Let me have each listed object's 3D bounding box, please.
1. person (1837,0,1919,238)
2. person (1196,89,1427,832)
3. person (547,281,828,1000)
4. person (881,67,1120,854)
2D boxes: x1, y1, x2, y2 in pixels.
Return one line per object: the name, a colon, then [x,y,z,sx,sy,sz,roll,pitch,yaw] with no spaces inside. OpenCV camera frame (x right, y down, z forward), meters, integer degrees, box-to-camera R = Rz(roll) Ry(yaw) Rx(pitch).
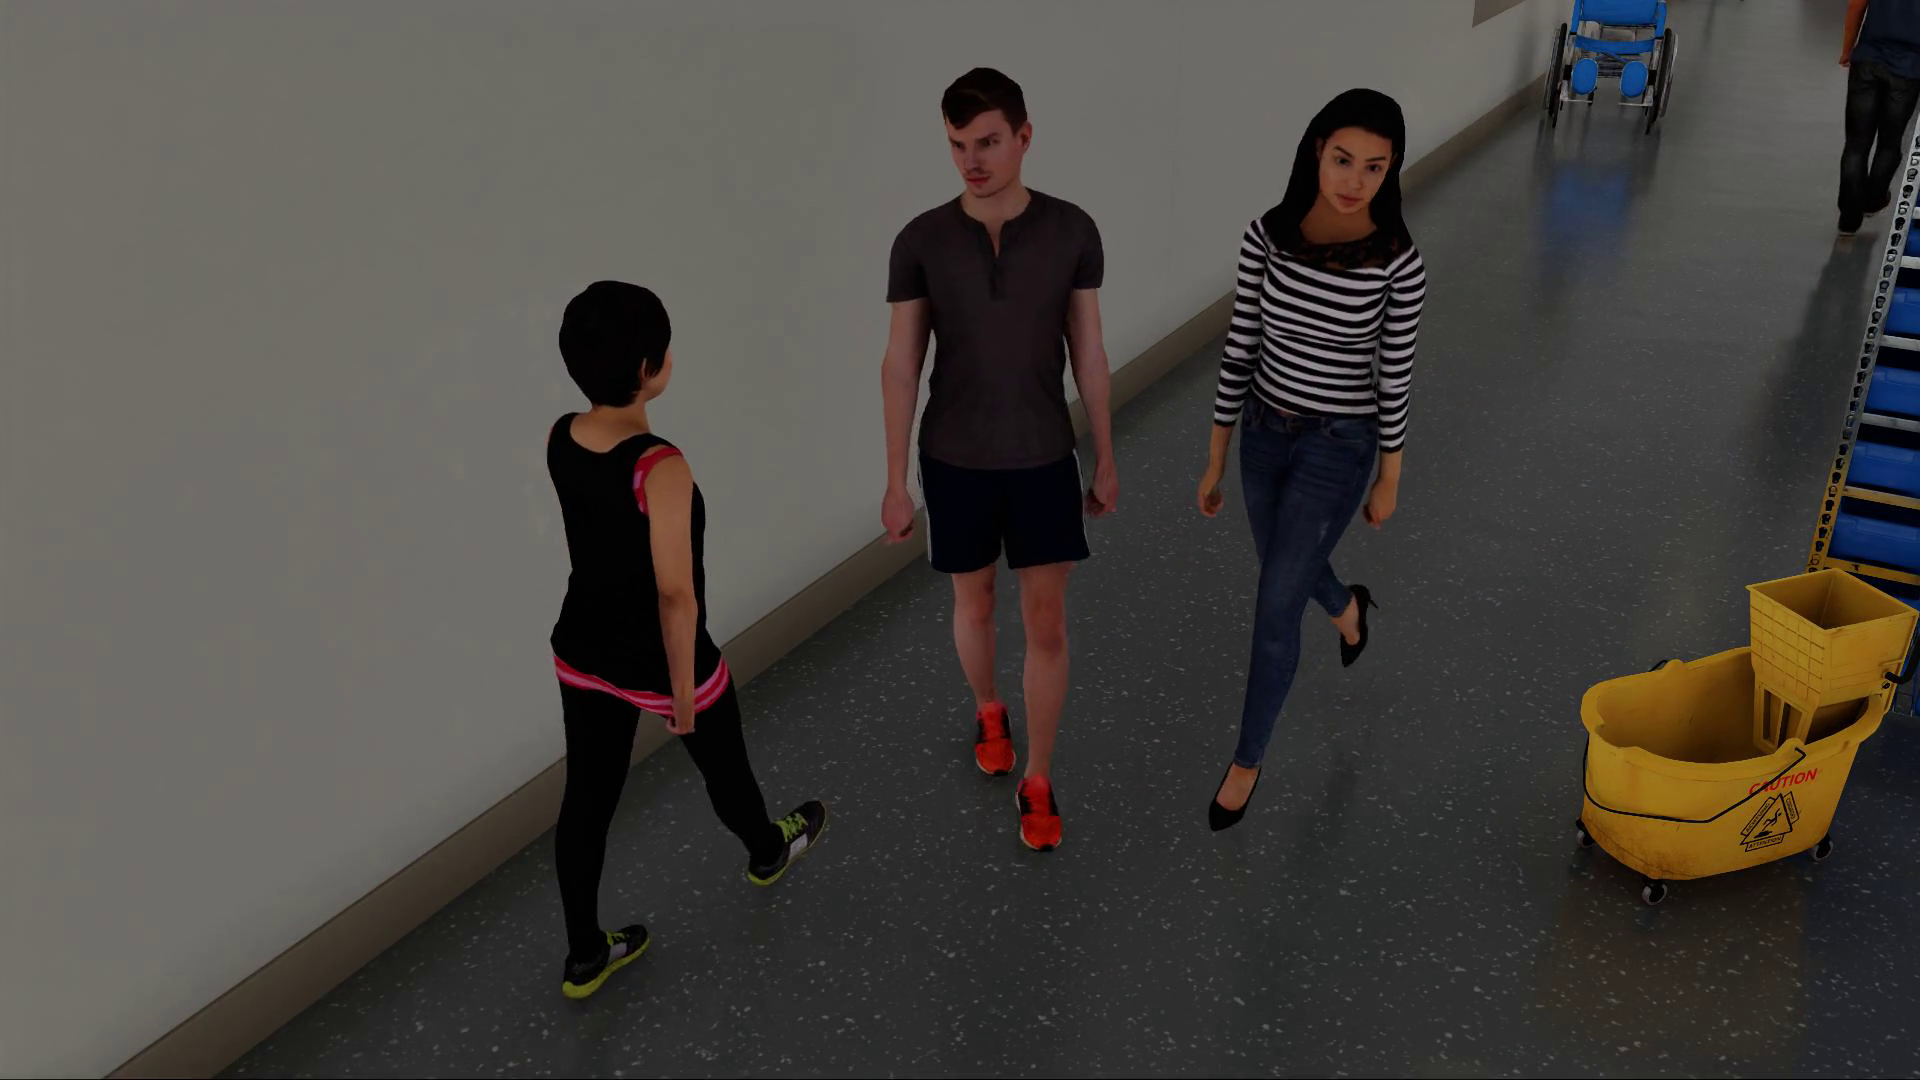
person: [4.875,-2.477,8.743,0.920,1.784,0.728,13,29,26]
person: [0.865,-0.185,4.011,1.081,1.750,0.707,18,31,33]
person: [-0.715,0.260,3.370,0.911,1.522,0.659,16,30,29]
person: [0.105,-0.217,4.014,1.016,1.823,1.035,-2,26,-4]
